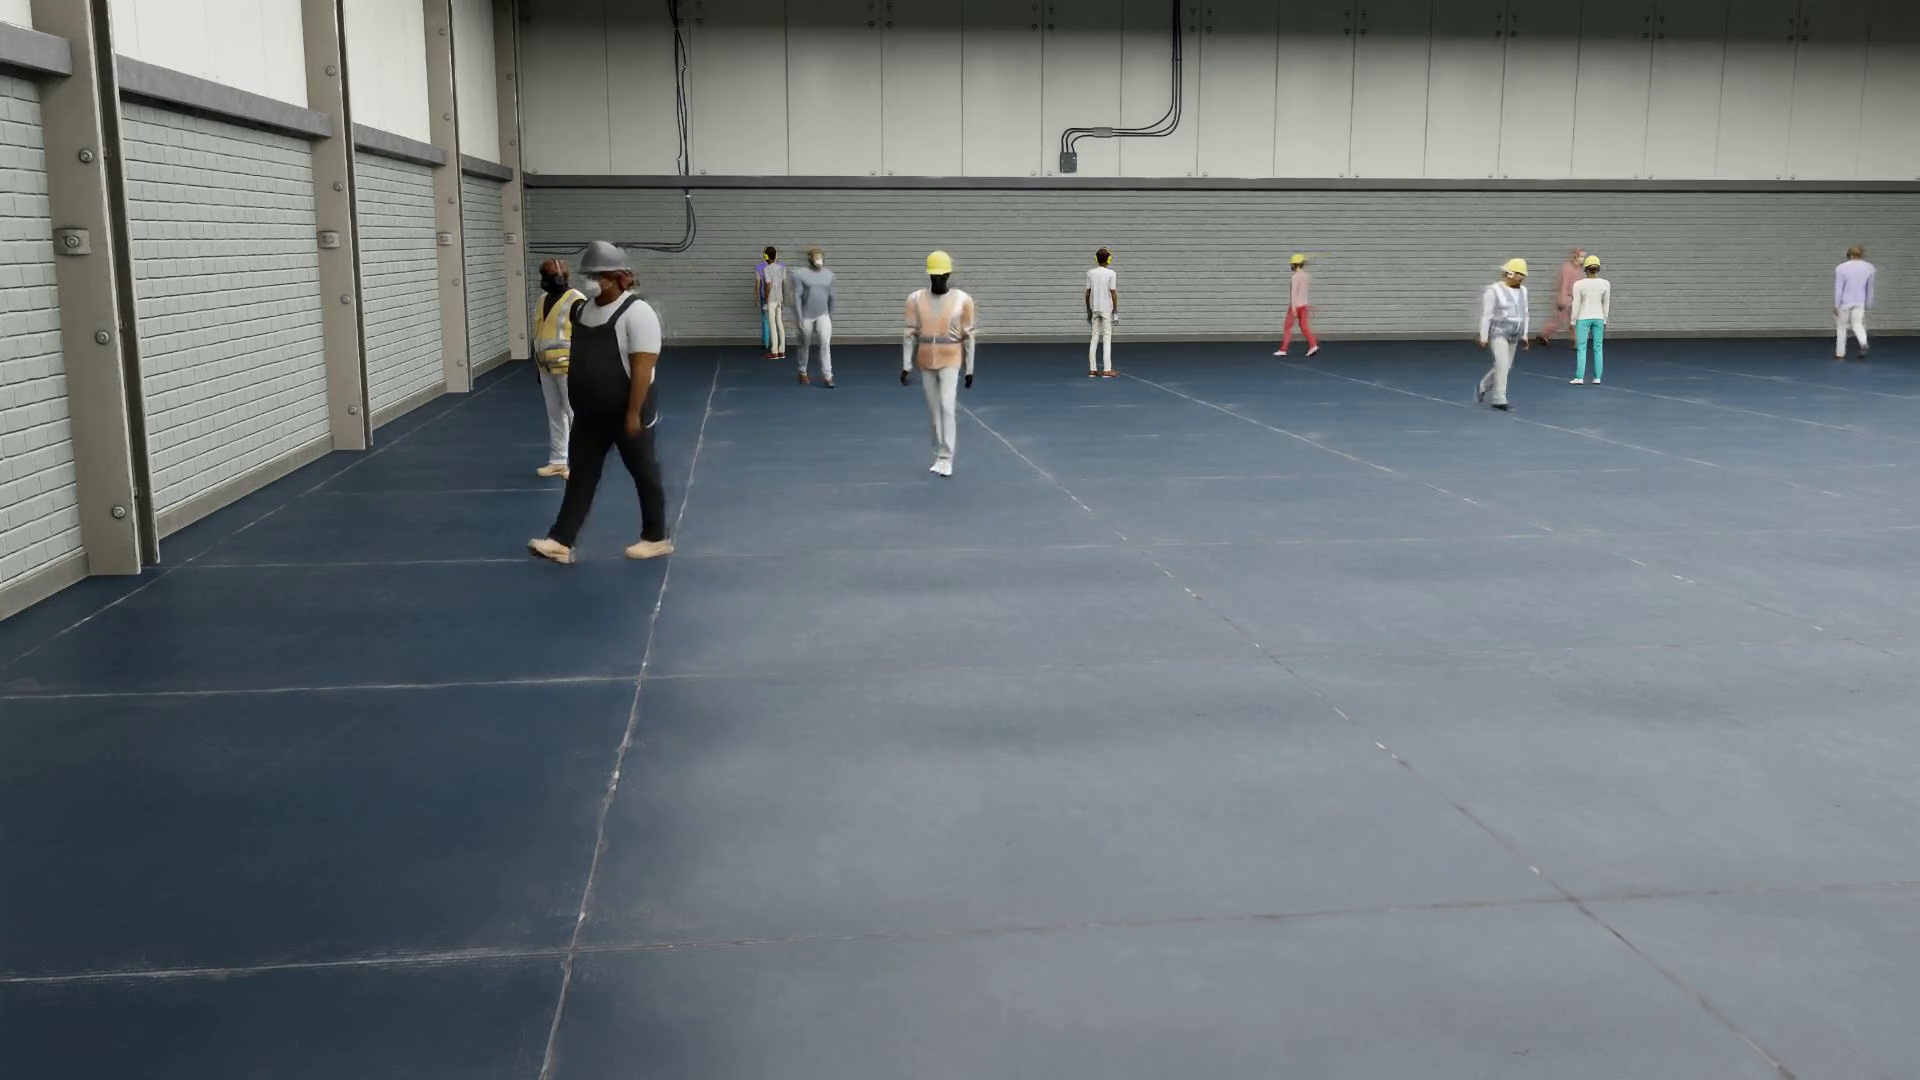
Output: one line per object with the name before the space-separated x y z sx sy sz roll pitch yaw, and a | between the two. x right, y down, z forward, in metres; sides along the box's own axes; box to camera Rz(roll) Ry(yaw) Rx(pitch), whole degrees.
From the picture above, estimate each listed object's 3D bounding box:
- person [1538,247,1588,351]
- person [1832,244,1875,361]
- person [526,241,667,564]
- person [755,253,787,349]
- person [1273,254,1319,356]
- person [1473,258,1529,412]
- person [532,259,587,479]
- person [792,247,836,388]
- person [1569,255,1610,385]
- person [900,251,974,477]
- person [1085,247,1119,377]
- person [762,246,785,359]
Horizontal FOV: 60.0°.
person | 10.802 -4.292 29.664 0.654 1.853 0.894 -7 12 -32
person | 14.460 -3.824 26.900 0.633 1.919 0.744 0 10 1
person | -2.204 -0.846 10.211 0.707 2.000 0.989 7 13 34
person | -3.419 -4.373 30.081 0.575 1.843 0.375 -3 11 -15
person | 5.746 -3.987 28.251 0.752 1.739 0.529 10 14 43
person | 6.326 -2.420 19.545 0.596 1.792 0.779 -6 12 -29
person | -3.348 -1.427 13.949 0.630 1.840 0.429 8 13 39
person | -1.979 -3.019 22.554 0.626 1.899 1.025 -4 11 -19
person | 8.622 -3.005 22.799 0.523 1.769 0.319 0 10 -1
person | -0.207 -1.478 14.092 0.594 1.893 0.806 3 11 16
person | 2.063 -3.290 24.078 0.535 1.869 0.314 7 13 35
person | -3.128 -3.947 27.699 0.335 1.865 0.519 6 12 29
